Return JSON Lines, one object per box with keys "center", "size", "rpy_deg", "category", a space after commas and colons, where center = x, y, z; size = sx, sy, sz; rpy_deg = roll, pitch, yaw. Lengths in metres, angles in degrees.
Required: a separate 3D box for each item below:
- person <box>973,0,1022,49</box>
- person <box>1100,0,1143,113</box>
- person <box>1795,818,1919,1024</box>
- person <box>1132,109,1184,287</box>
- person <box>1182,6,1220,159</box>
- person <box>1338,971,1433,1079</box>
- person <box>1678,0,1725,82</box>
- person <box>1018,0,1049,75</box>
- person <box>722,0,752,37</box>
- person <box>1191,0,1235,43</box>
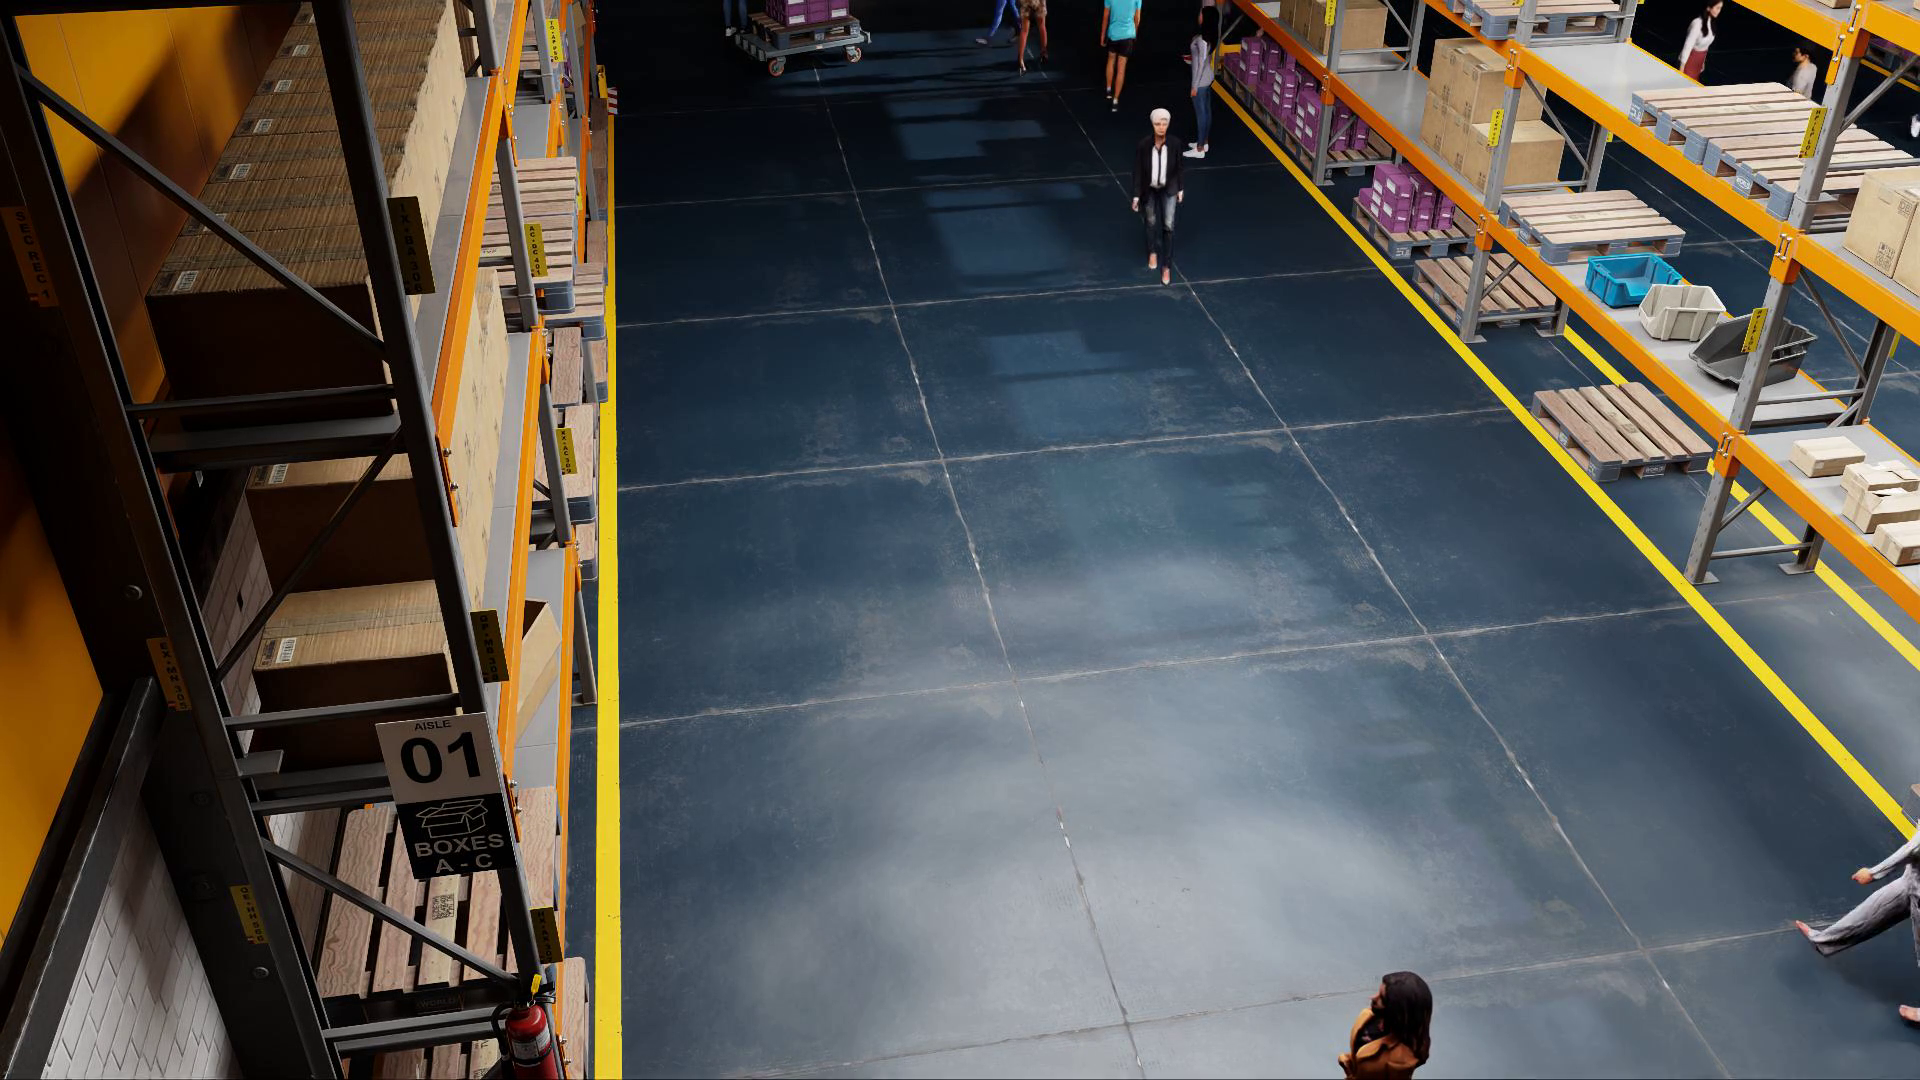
{"center": [0.700, -7.551, 22.726], "size": [0.845, 1.642, 1.078], "rpy_deg": [-14, 36, -20], "category": "person"}
{"center": [1.995, -6.170, 20.561], "size": [0.805, 1.739, 1.010], "rpy_deg": [4, 34, 6], "category": "person"}
{"center": [5.090, 1.833, 8.531], "size": [1.172, 1.729, 1.008], "rpy_deg": [28, 43, 35], "category": "person"}
{"center": [2.015, -3.503, 16.608], "size": [0.903, 1.761, 0.982], "rpy_deg": [6, 34, 9], "category": "person"}
{"center": [2.827, -5.313, 19.275], "size": [0.746, 1.735, 0.648], "rpy_deg": [14, 36, 20], "category": "person"}
{"center": [1.858, 2.553, 7.455], "size": [0.782, 1.719, 0.590], "rpy_deg": [0, 34, 0], "category": "person"}
{"center": [8.633, -5.570, 19.658], "size": [0.730, 1.740, 0.753], "rpy_deg": [-28, 42, -35], "category": "person"}
{"center": [0.900, -6.979, 21.773], "size": [0.959, 1.745, 1.135], "rpy_deg": [14, 36, 20], "category": "person"}
{"center": [-3.162, -7.970, 23.138], "size": [0.755, 1.884, 0.769], "rpy_deg": [14, 36, 20], "category": "person"}
{"center": [3.344, -7.394, 22.410], "size": [0.780, 1.731, 0.771], "rpy_deg": [-8, 34, -12], "category": "person"}
